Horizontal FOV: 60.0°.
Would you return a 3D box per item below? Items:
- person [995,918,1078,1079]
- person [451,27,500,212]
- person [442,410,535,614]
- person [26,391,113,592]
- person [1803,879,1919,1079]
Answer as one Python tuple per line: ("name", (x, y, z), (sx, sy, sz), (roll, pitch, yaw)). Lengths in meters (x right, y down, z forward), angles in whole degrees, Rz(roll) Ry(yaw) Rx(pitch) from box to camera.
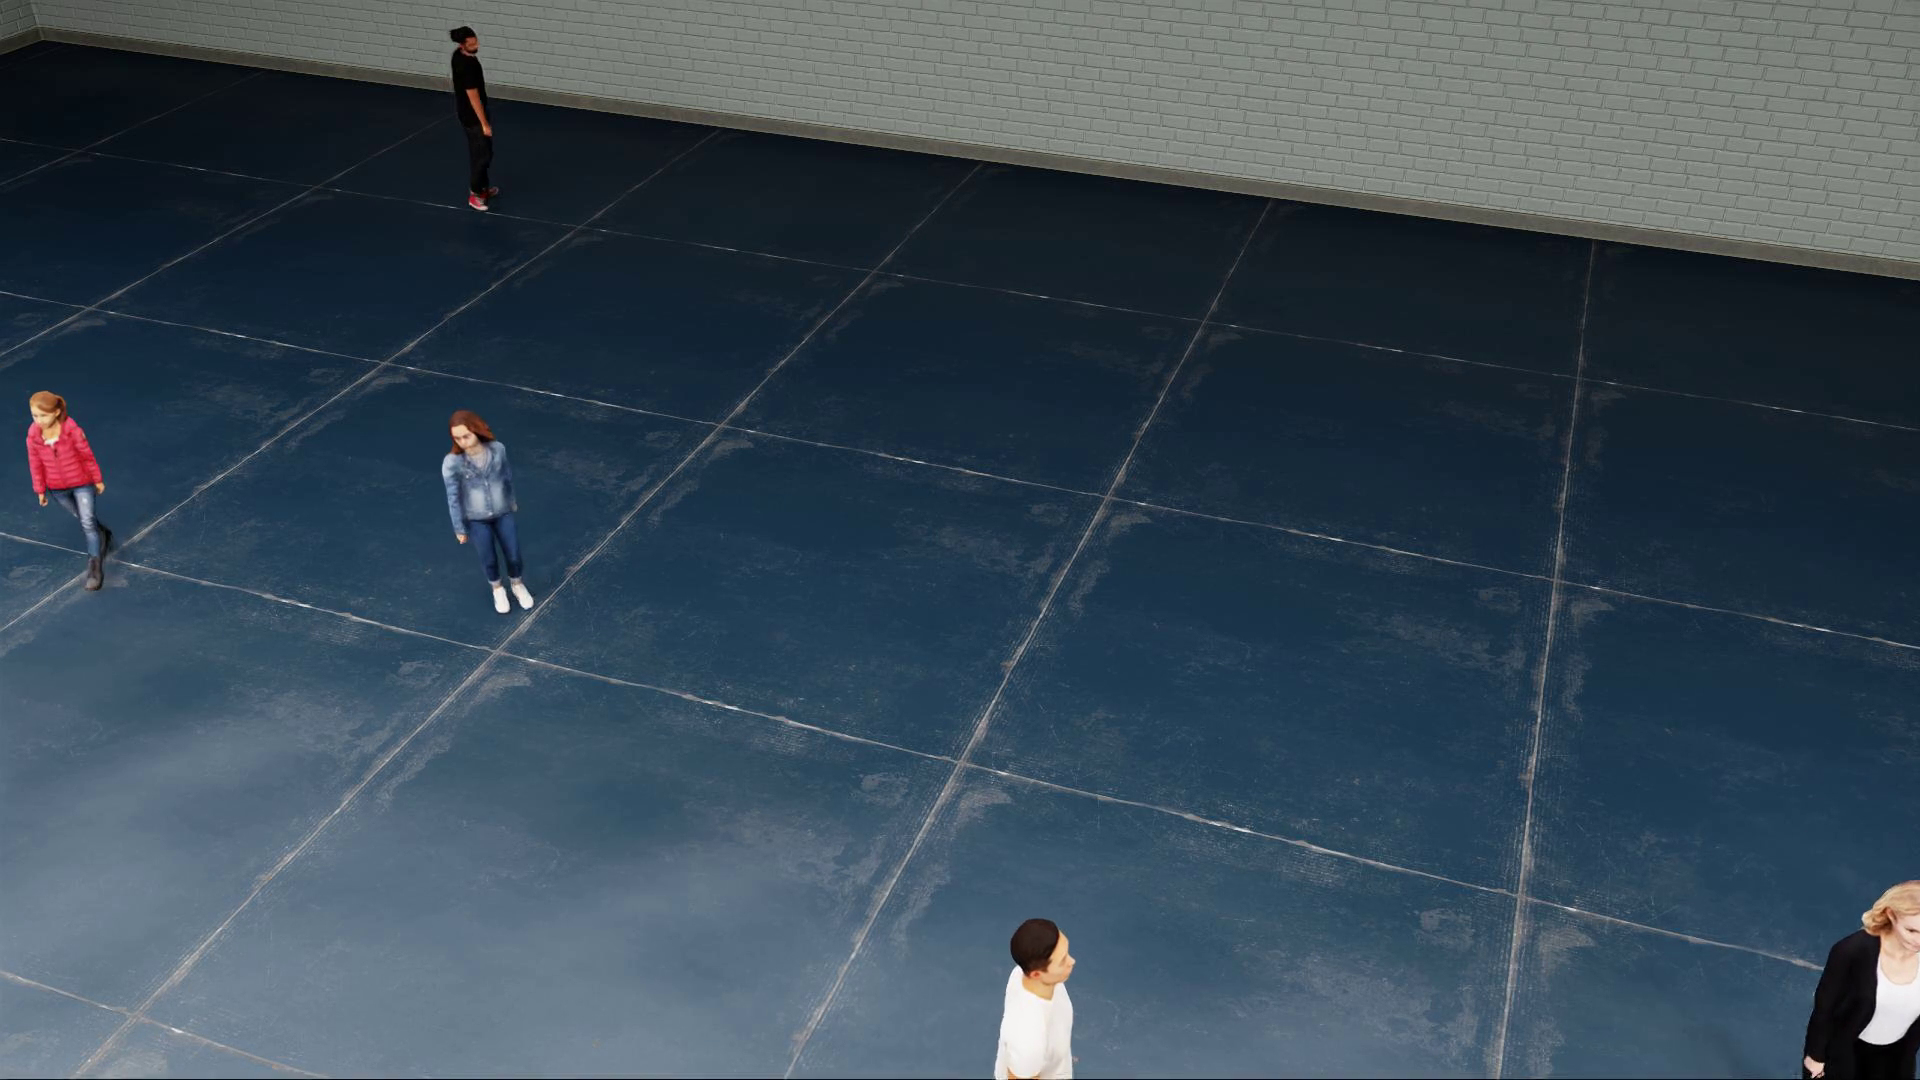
("person", (0.180, 2.098, 6.277), (0.915, 1.777, 1.056), (2, 33, 3))
("person", (-4.604, -4.011, 15.713), (0.876, 1.731, 0.798), (-23, 39, -31))
("person", (-2.866, -0.191, 10.090), (0.690, 1.457, 0.758), (-25, 41, -33))
("person", (-5.611, -0.380, 10.538), (0.810, 1.287, 0.998), (-4, 33, -7))
("person", (3.483, 1.926, 6.530), (0.735, 1.789, 0.800), (0, 33, 0))
